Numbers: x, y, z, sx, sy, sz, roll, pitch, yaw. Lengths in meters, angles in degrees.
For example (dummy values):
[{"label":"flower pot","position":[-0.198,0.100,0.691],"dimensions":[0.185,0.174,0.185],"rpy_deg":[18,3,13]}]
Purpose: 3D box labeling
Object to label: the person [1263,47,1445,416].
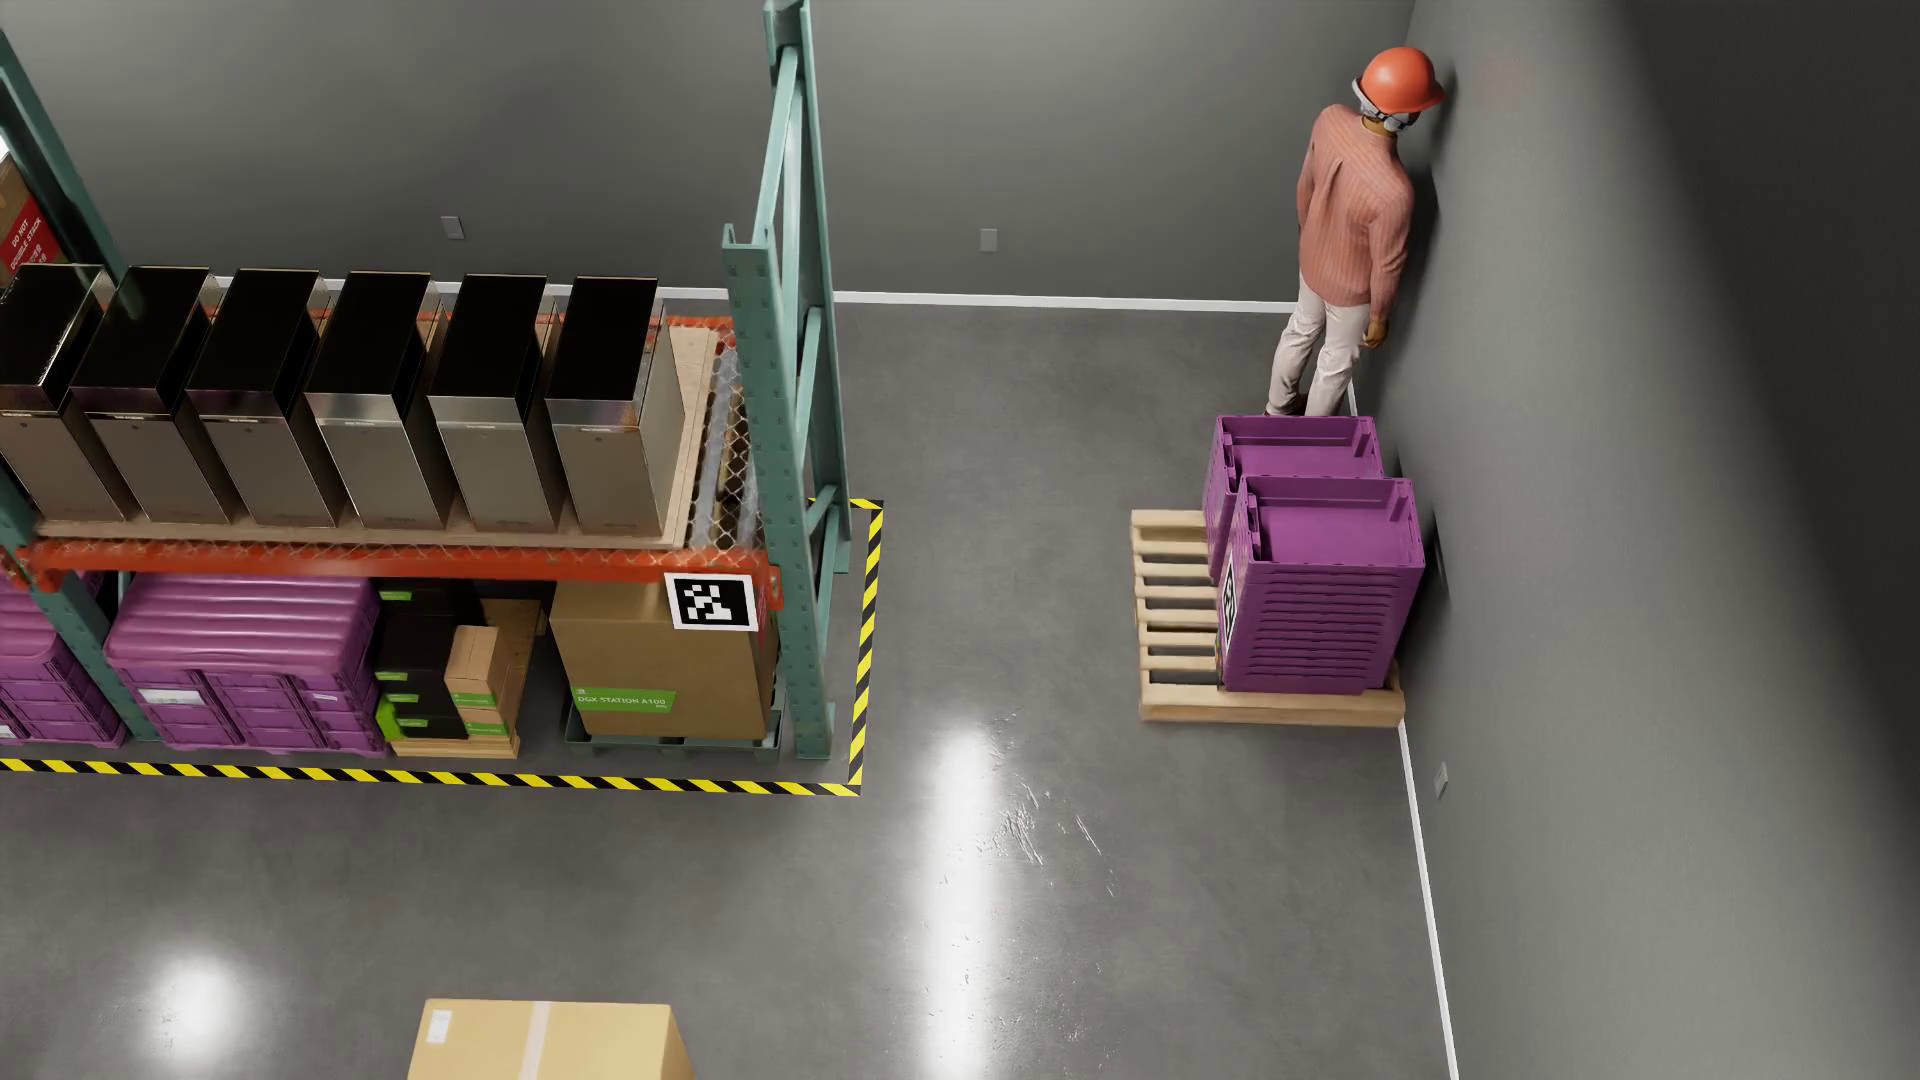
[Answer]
[{"label":"person","position":[1.515,-1.058,6.490],"dimensions":[0.385,1.993,0.624],"rpy_deg":[-18,54,-13]}]
